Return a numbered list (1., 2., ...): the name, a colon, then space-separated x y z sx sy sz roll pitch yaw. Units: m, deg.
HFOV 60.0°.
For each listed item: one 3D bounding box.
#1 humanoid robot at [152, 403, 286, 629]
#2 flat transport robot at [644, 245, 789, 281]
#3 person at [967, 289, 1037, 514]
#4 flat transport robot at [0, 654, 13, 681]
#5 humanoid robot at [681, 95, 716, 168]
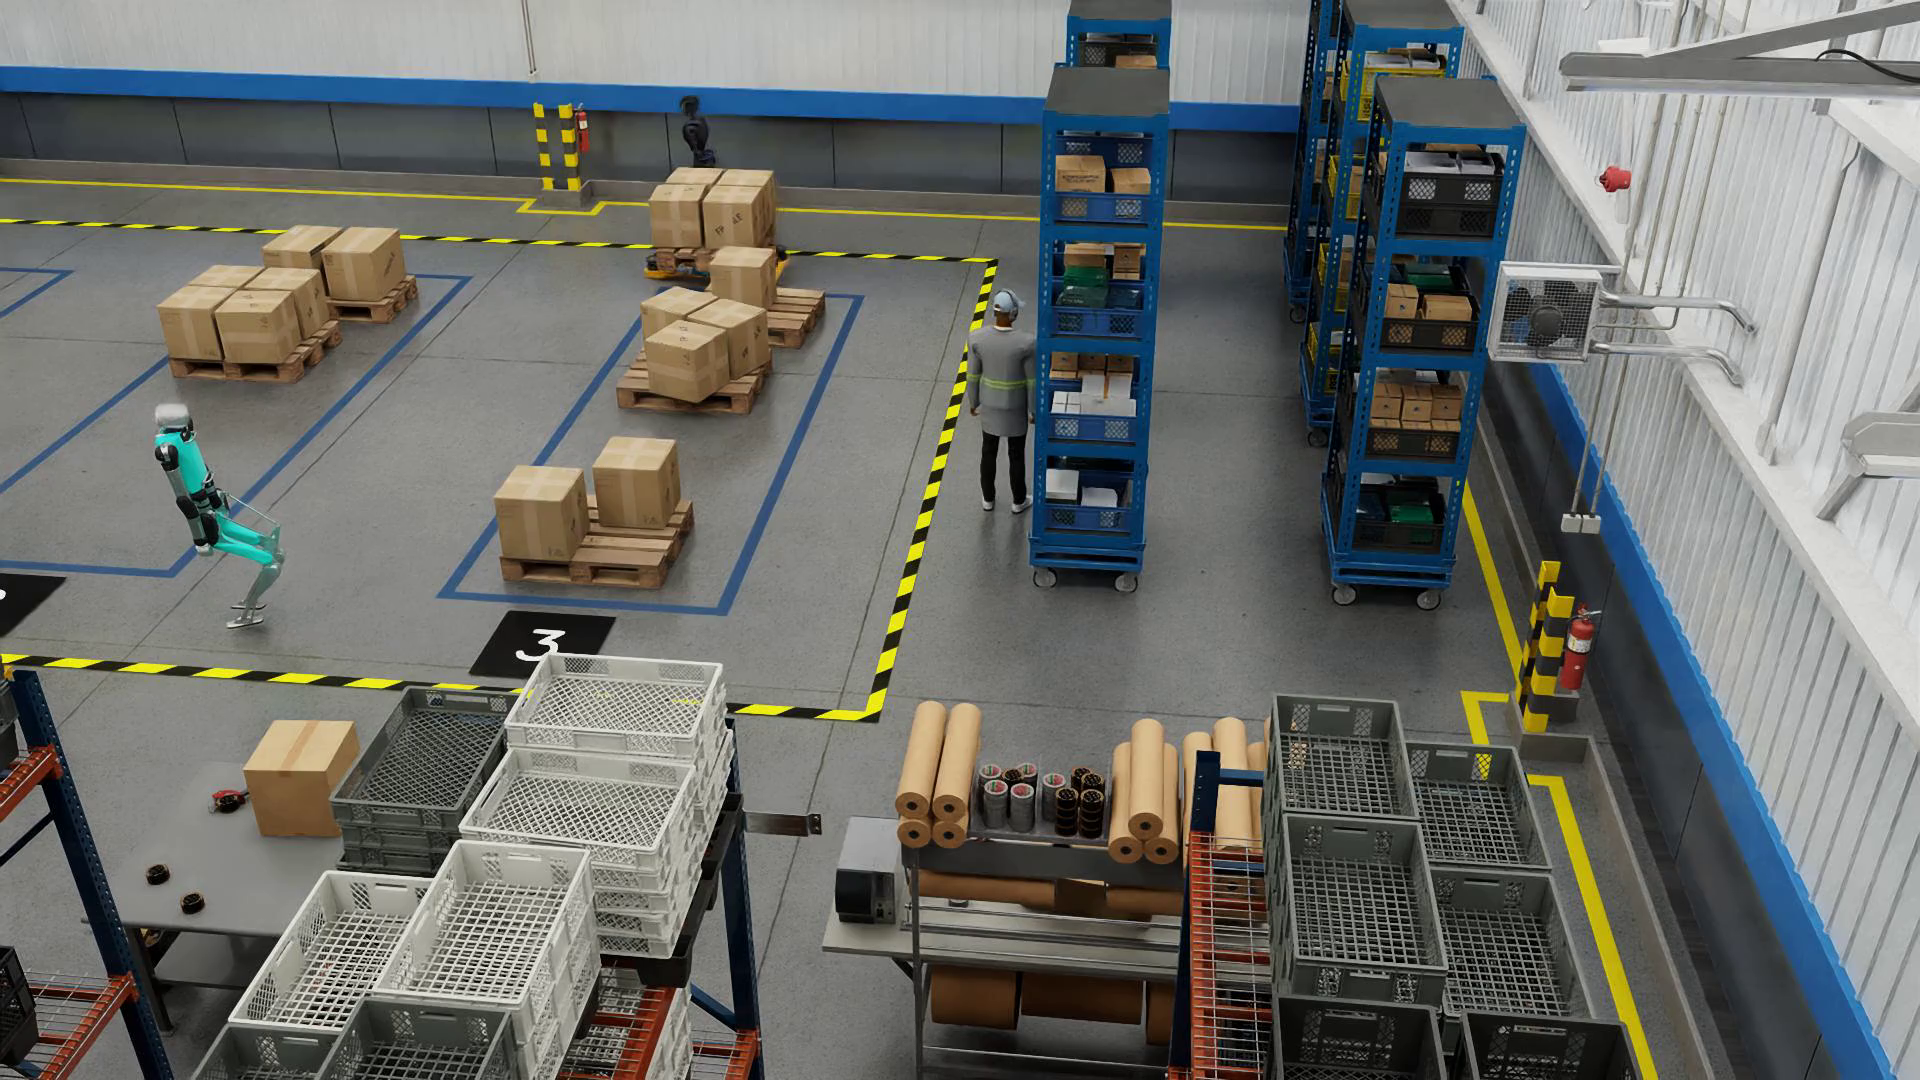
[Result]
1. humanoid robot: -4.974 -0.179 11.384 0.735 1.680 0.533 -5 31 -8
2. flat transport robot: -2.596 -2.988 17.778 1.431 0.197 0.652 3 30 6
3. person: 0.350 -1.075 12.949 0.587 1.849 0.396 9 31 15
4. flat transport robot: -7.142 0.969 11.010 1.431 0.231 0.659 3 30 6
5. humanoid robot: -2.913 -4.069 18.286 0.699 1.634 0.611 -1 30 -1
